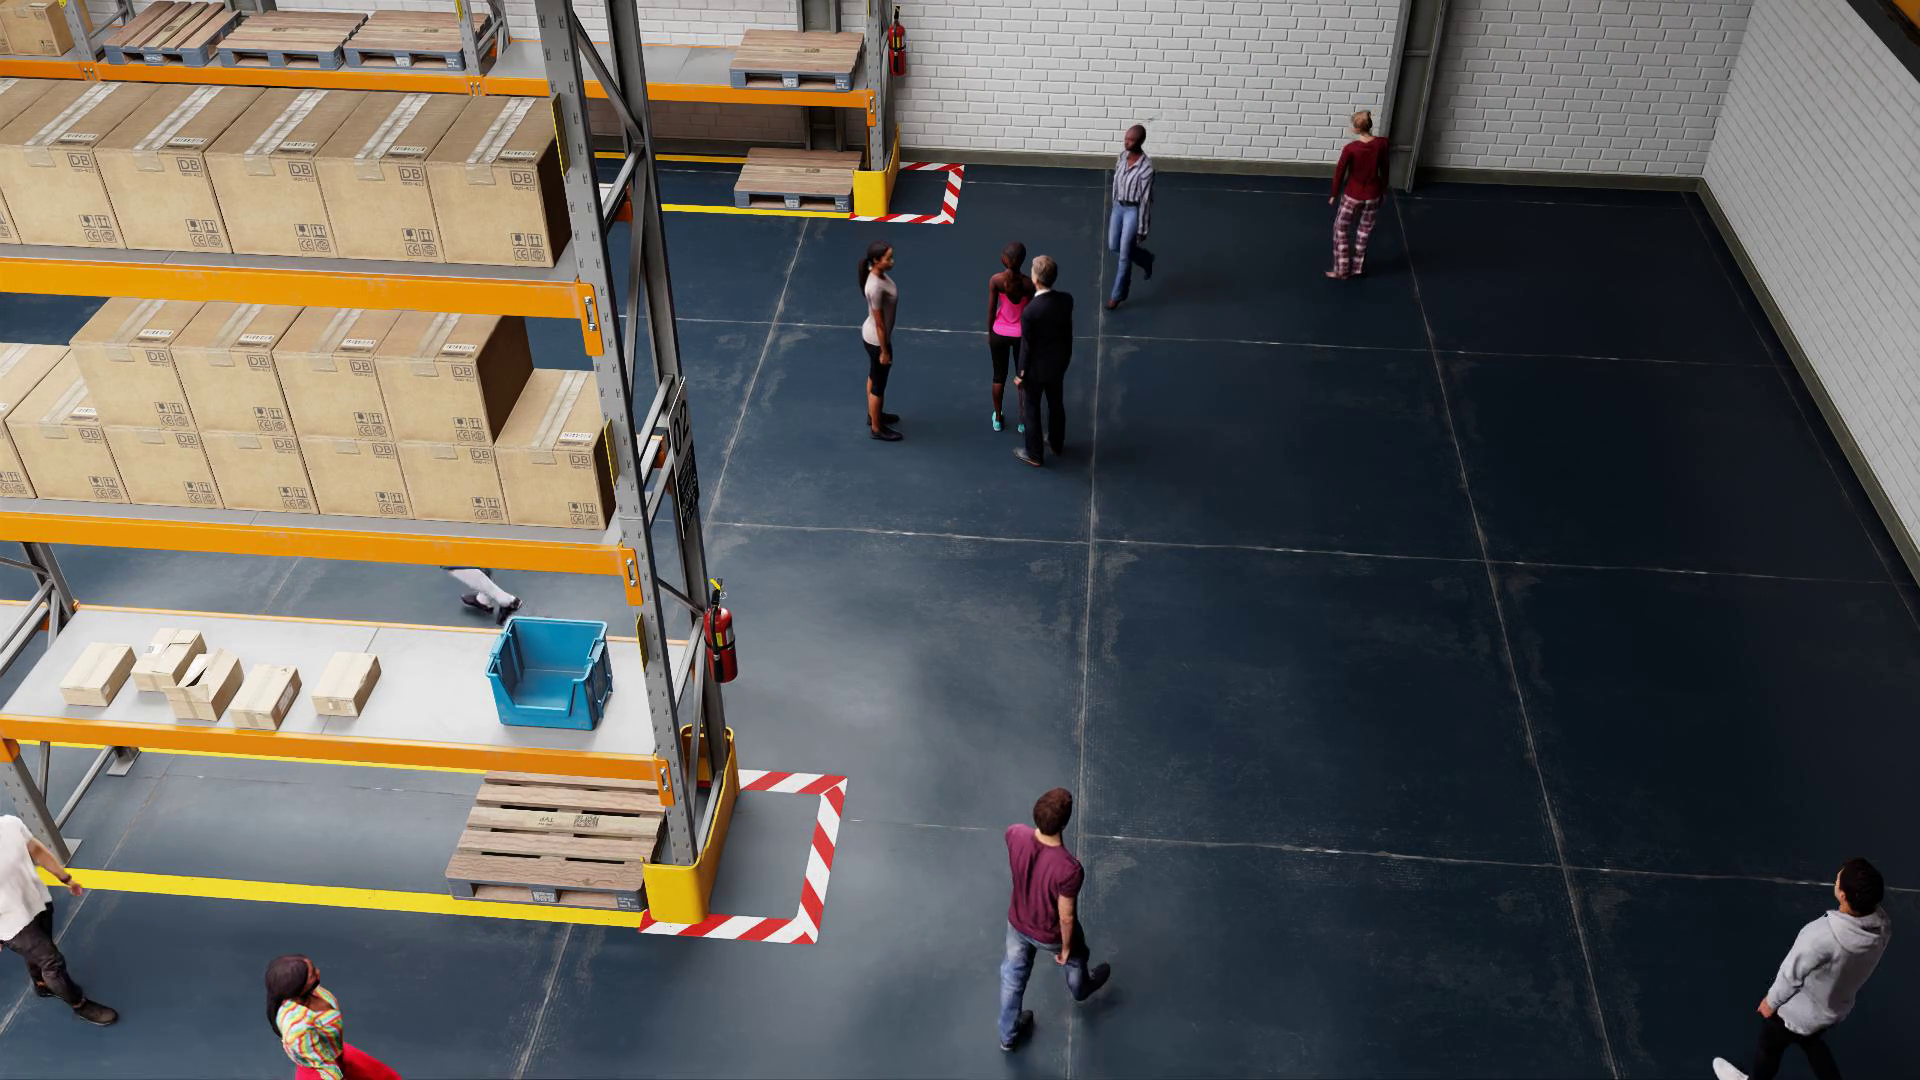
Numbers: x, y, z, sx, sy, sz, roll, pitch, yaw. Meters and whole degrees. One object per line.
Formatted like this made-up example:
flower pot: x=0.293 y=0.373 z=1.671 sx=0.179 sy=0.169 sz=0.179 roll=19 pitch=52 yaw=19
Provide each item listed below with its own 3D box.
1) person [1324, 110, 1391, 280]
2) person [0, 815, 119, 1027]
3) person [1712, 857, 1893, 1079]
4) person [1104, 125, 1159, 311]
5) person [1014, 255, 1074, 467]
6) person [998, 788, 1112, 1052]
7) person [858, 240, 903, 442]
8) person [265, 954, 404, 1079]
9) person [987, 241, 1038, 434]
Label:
person: x=3.777 y=-3.225 z=15.517 sx=0.552 sy=1.685 sz=0.779 roll=6 pitch=39 yaw=7
person: x=-5.161 y=1.973 z=8.997 sx=0.821 sy=1.699 sz=0.658 roll=4 pitch=39 yaw=5
person: x=4.345 y=2.371 z=8.328 sx=1.077 sy=1.911 sz=1.048 roll=-15 pitch=41 yaw=-18
person: x=1.599 y=-2.938 z=15.083 sx=1.022 sy=1.777 sz=0.946 roll=-25 pitch=45 yaw=-28
person: x=0.655 y=-1.418 z=13.150 sx=0.759 sy=1.814 sz=0.840 roll=-24 pitch=44 yaw=-27
person: x=0.375 y=2.059 z=8.792 sx=1.057 sy=1.821 sz=1.024 roll=23 pitch=44 yaw=26
person: x=-0.665 y=-1.625 z=13.466 sx=0.581 sy=1.744 sz=0.640 roll=-3 pitch=39 yaw=-3
person: x=-3.177 y=2.666 z=8.095 sx=1.206 sy=1.742 sz=0.984 roll=-17 pitch=42 yaw=-20
person: x=0.419 y=-1.649 z=13.512 sx=0.501 sy=1.723 sz=0.642 roll=6 pitch=39 yaw=8
